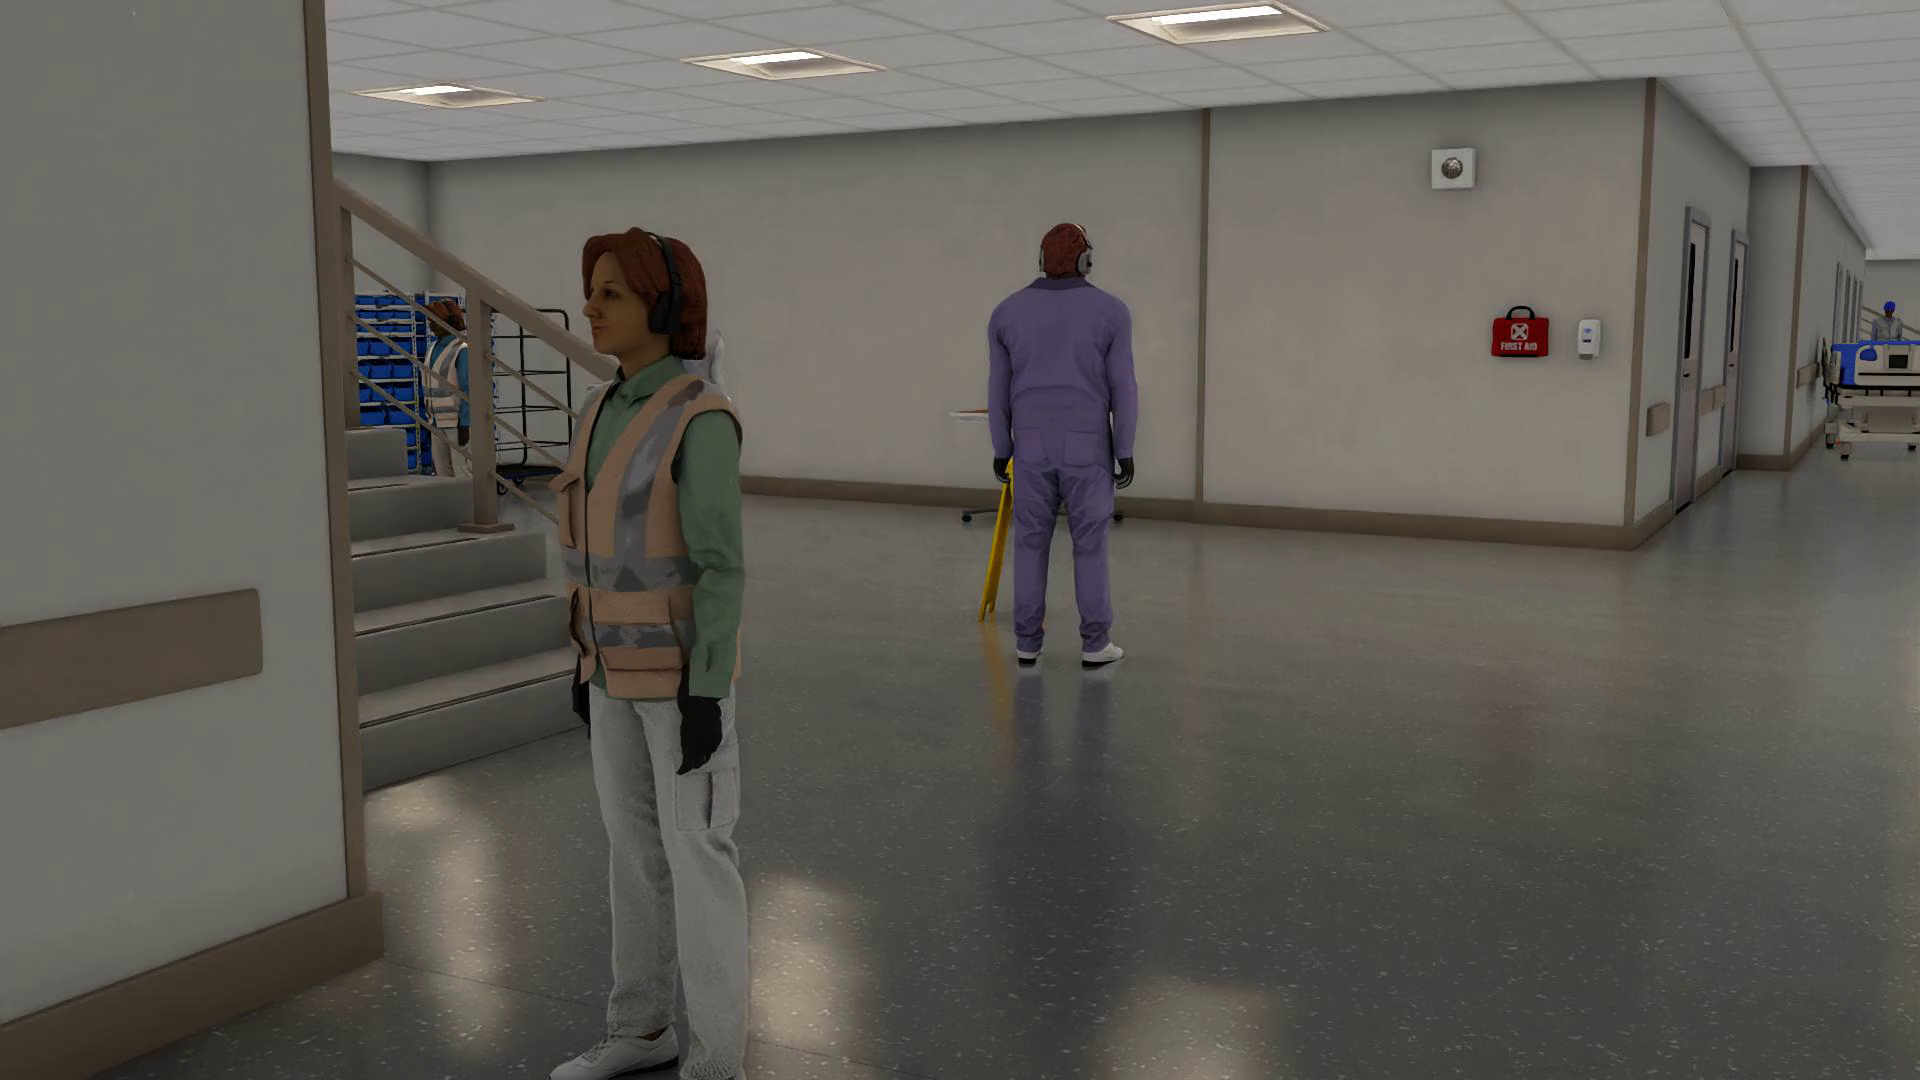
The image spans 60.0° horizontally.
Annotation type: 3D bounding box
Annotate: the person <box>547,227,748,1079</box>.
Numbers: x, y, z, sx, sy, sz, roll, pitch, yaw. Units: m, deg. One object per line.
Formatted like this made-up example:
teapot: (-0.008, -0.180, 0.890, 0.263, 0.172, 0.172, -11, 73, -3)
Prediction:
person: (-0.564, 0.260, 3.067, 0.309, 1.645, 0.515, -6, 10, -40)

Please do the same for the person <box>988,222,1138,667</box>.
person: (0.452, -0.407, 7.200, 0.652, 1.906, 0.402, 2, 8, 17)

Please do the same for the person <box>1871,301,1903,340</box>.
person: (19.267, -3.986, 34.595, 0.605, 1.943, 0.402, 2, 8, 12)

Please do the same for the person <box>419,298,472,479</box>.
person: (-3.285, -0.732, 10.722, 0.511, 1.639, 0.308, 7, 10, 43)
